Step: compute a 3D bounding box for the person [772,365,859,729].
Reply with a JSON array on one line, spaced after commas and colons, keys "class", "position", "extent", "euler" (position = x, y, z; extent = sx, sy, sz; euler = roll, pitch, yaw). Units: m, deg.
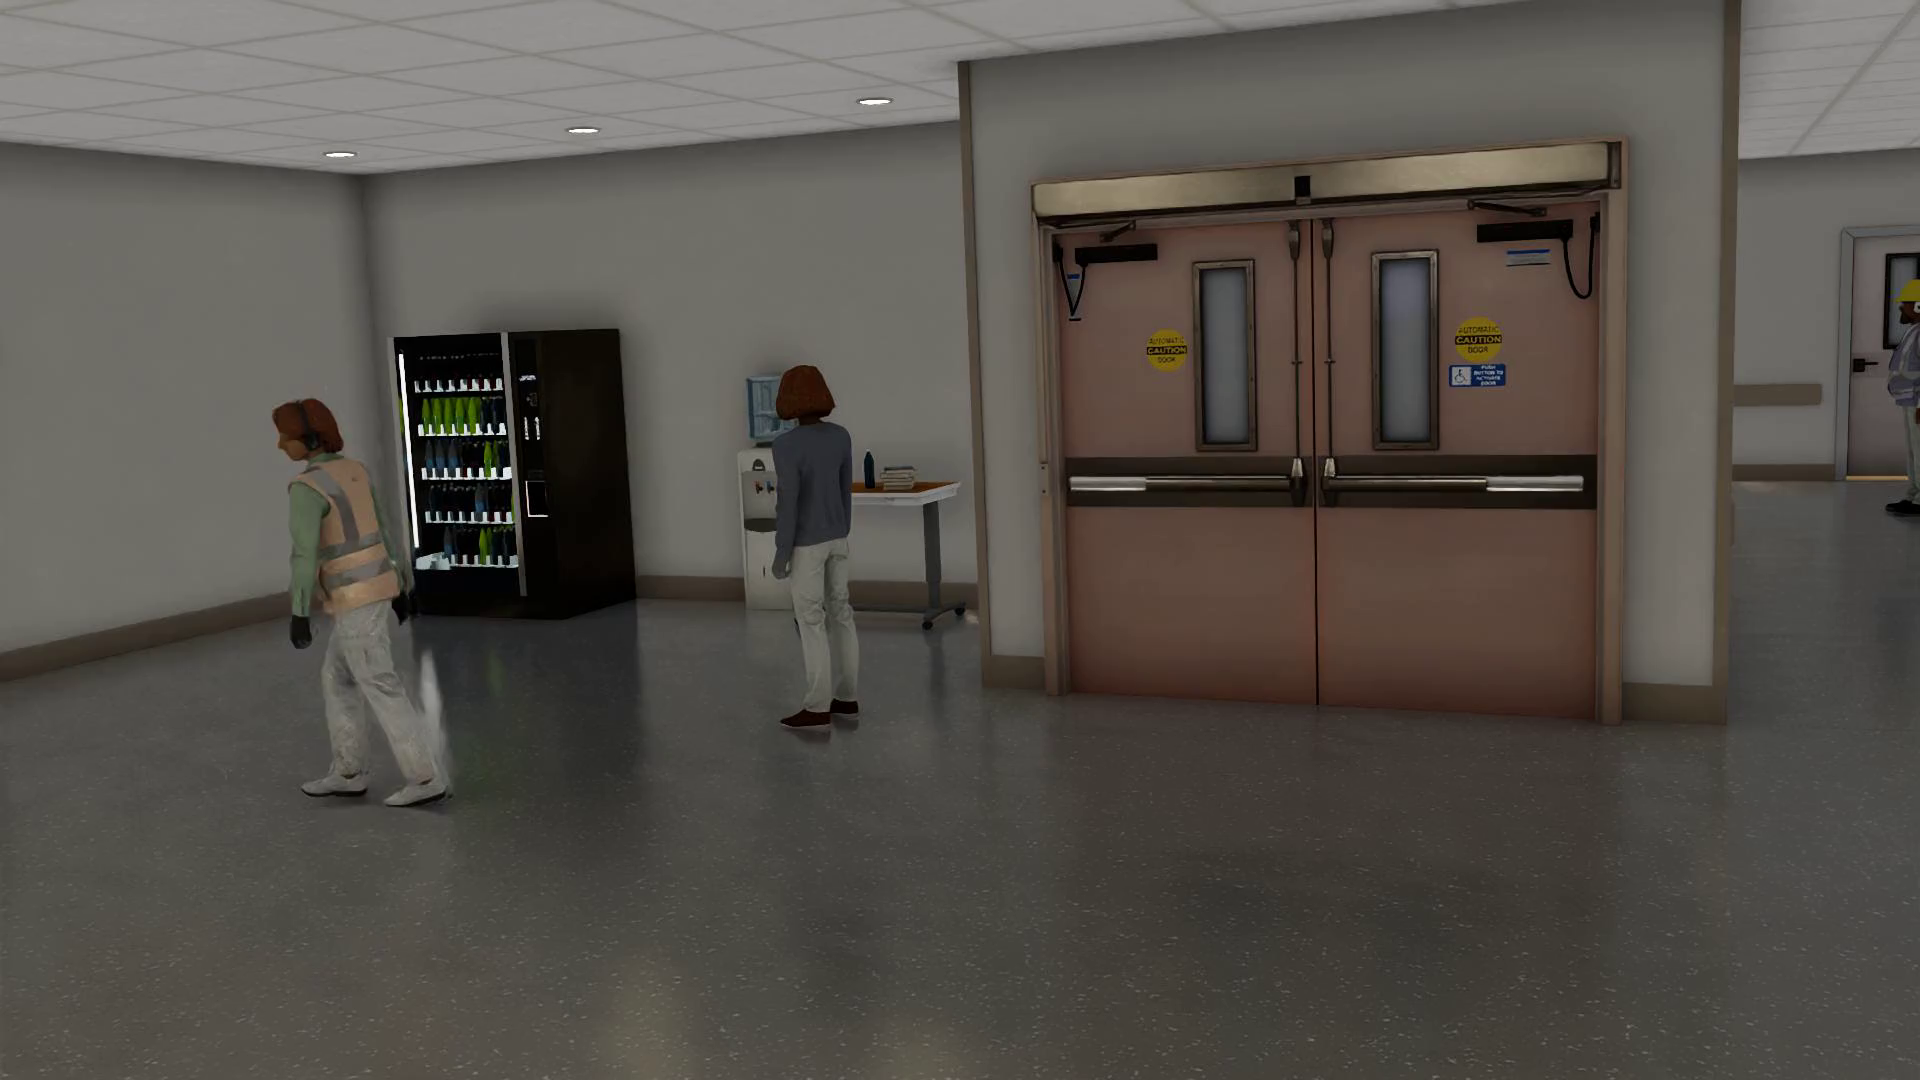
[{"class": "person", "position": [-0.660, 0.031, 7.499], "extent": [0.285, 1.633, 0.497], "euler": [3, 9, 34]}]

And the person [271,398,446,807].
[{"class": "person", "position": [-2.360, 0.255, 6.405], "extent": [0.720, 1.601, 0.533], "euler": [-2, 7, 1]}]

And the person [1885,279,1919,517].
[{"class": "person", "position": [7.410, -1.093, 12.885], "extent": [0.404, 1.834, 0.591], "euler": [1, 8, 22]}]
